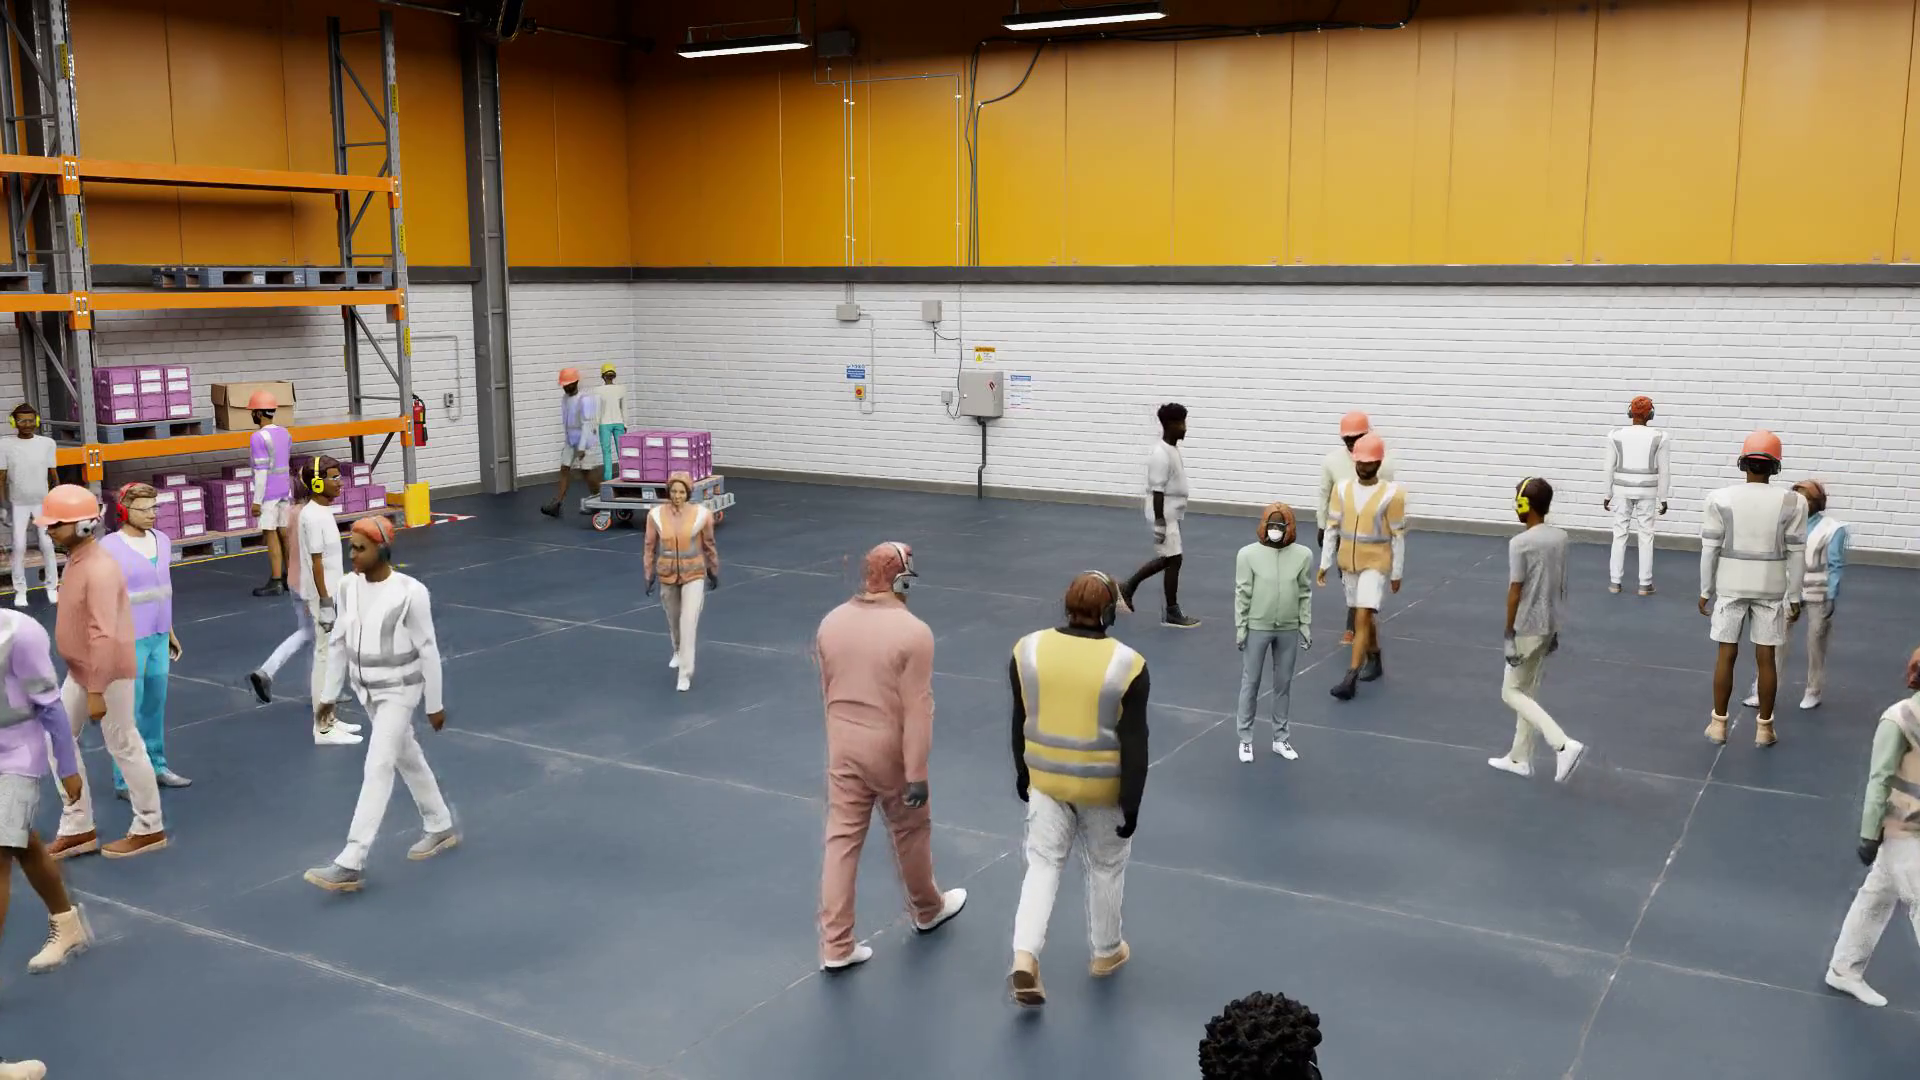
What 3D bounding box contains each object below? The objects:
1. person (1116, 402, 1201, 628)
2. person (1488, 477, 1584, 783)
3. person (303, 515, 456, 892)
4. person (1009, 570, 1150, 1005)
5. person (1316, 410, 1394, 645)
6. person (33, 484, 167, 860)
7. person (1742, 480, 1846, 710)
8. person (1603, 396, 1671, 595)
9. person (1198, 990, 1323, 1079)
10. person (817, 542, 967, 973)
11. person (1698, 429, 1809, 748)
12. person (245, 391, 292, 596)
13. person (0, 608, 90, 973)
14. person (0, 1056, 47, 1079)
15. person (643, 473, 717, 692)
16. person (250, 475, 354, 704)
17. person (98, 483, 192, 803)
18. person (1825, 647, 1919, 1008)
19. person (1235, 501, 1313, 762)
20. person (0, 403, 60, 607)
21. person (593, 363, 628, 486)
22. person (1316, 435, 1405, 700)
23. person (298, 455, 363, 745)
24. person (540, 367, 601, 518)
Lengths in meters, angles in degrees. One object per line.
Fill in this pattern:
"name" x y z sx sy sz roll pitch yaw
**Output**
"person" 1.700 -0.218 14.271 0.700 1.945 0.614 2 9 13
"person" 3.451 0.547 9.869 0.528 1.839 0.642 -6 11 -33
"person" -2.920 0.792 8.327 0.577 1.829 0.999 6 11 32
"person" 0.482 1.024 6.945 0.631 1.816 0.830 4 10 23
"person" 3.316 -0.144 13.871 0.628 1.945 0.851 5 10 28
"person" -4.487 0.696 8.477 0.770 1.966 0.641 -8 12 -41
"person" 5.763 0.404 11.432 0.776 1.607 0.531 -7 12 -38
"person" 6.396 -0.421 15.736 0.584 1.882 0.347 5 10 28
"person" 0.540 1.682 3.194 0.318 1.695 0.539 -3 10 -21
"person" -0.323 0.933 7.378 0.671 1.853 0.938 6 11 34
"person" 5.066 0.313 10.661 0.613 2.043 0.374 4 10 23
"person" -6.512 -0.437 15.669 0.358 1.938 0.548 1 9 6
"person" -4.066 0.946 6.889 0.620 1.983 1.041 2 9 14
"person" -3.648 1.100 5.757 0.863 2.000 0.704 -5 10 -29
"person" -2.080 0.265 12.428 0.522 1.580 0.935 1 9 4
"person" -4.544 0.331 11.471 0.590 1.736 0.550 -9 13 -44
"person" -4.748 0.582 9.606 0.373 1.839 0.572 2 9 10
"person" 3.884 1.180 6.620 0.506 1.589 0.852 -6 11 -32
"person" 1.950 0.568 10.348 0.501 1.631 0.285 -1 9 -8
"person" -8.502 -0.323 15.215 0.520 1.860 0.320 -6 11 -32
"person" -4.993 -1.643 23.733 0.532 1.767 0.328 -7 11 -37
"person" 2.925 0.172 12.068 0.549 1.889 1.012 8 12 41
"person" -4.084 0.384 10.752 0.329 1.873 0.512 -3 10 -20
"person" -4.820 -1.204 20.648 0.627 1.871 0.944 7 12 39
